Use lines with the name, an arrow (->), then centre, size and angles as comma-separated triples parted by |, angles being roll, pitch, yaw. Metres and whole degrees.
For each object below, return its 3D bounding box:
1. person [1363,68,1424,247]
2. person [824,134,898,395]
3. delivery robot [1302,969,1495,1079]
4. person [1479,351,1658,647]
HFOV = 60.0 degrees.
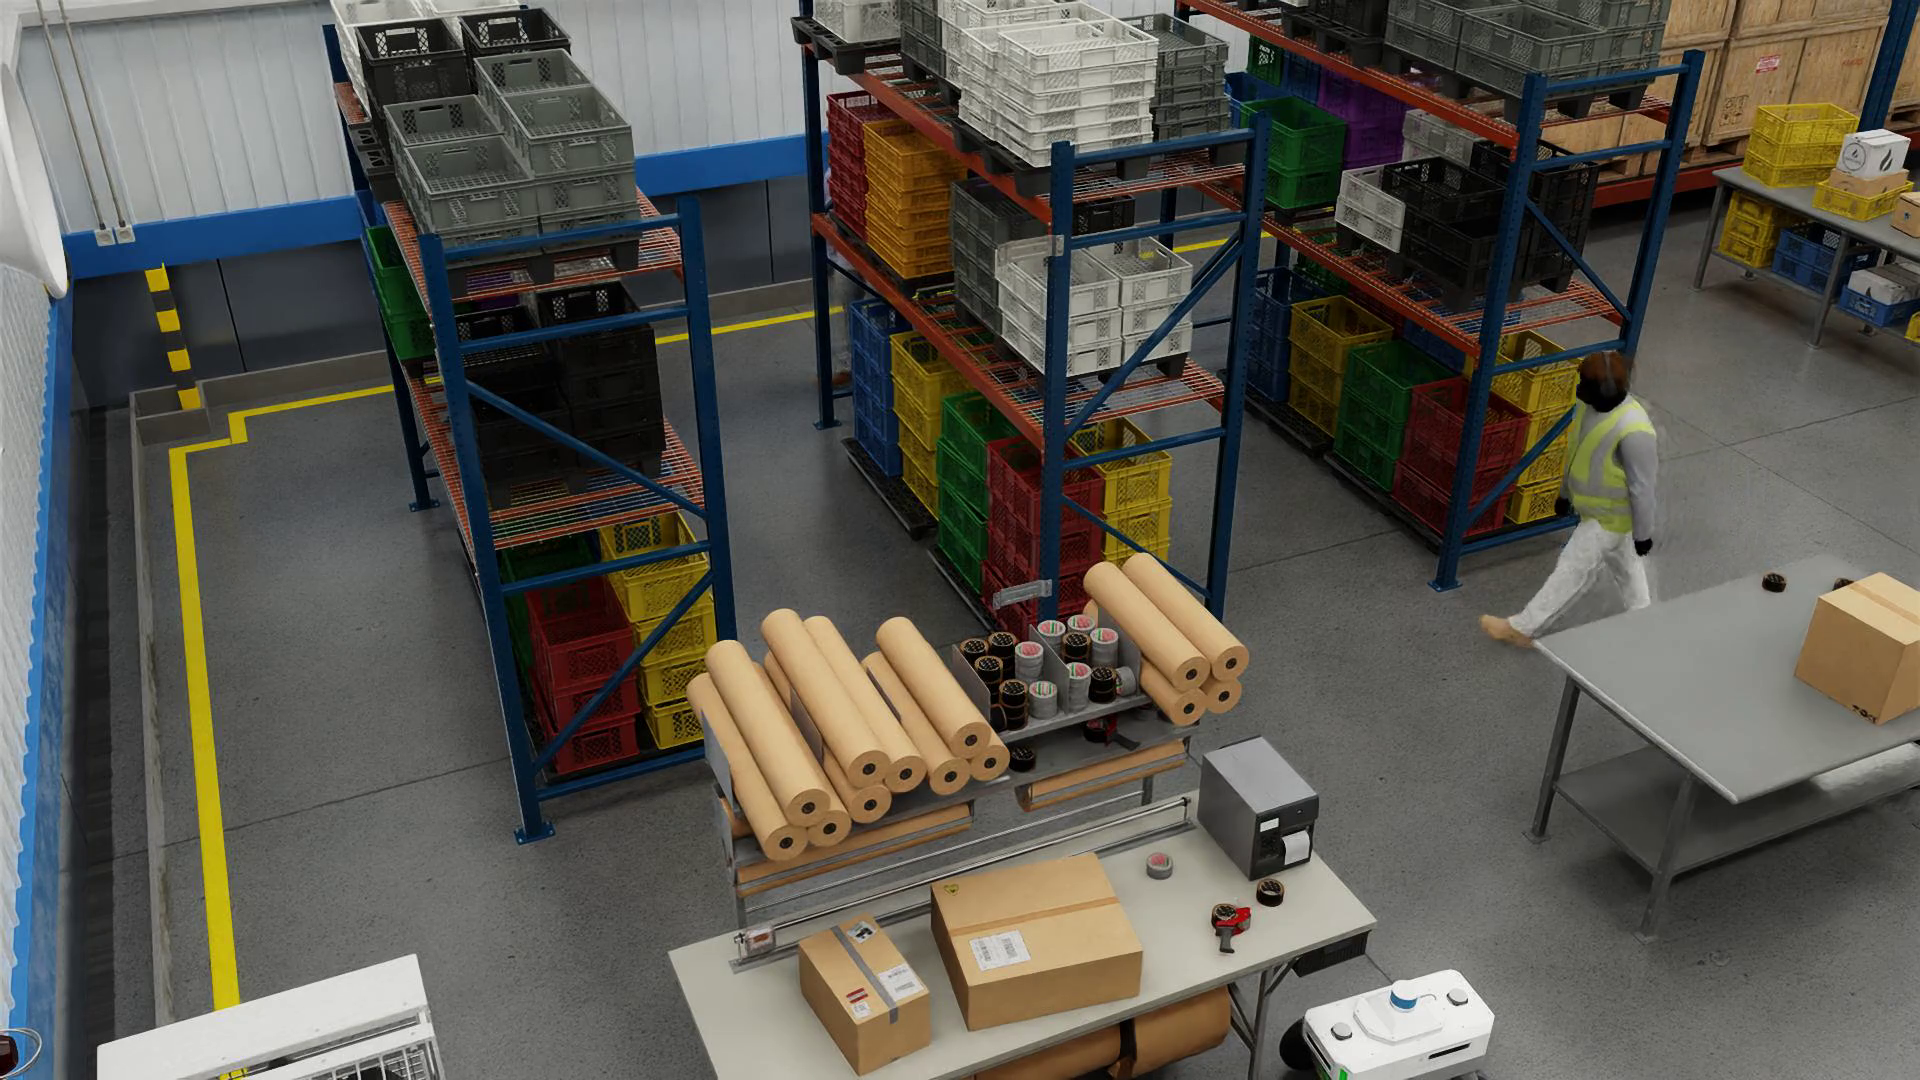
person -> 3.538, -3.320, 13.810 | 0.595, 1.877, 0.475 | -16, 35, -25
person -> -0.655, -1.921, 11.486 | 0.635, 1.937, 0.353 | 14, 34, 21
delivery robot -> 1.701, 1.919, 6.472 | 0.707, 0.478, 0.477 | -11, 33, -17
person -> 3.396, -0.170, 8.815 | 0.998, 1.768, 0.635 | 1, 32, 1
